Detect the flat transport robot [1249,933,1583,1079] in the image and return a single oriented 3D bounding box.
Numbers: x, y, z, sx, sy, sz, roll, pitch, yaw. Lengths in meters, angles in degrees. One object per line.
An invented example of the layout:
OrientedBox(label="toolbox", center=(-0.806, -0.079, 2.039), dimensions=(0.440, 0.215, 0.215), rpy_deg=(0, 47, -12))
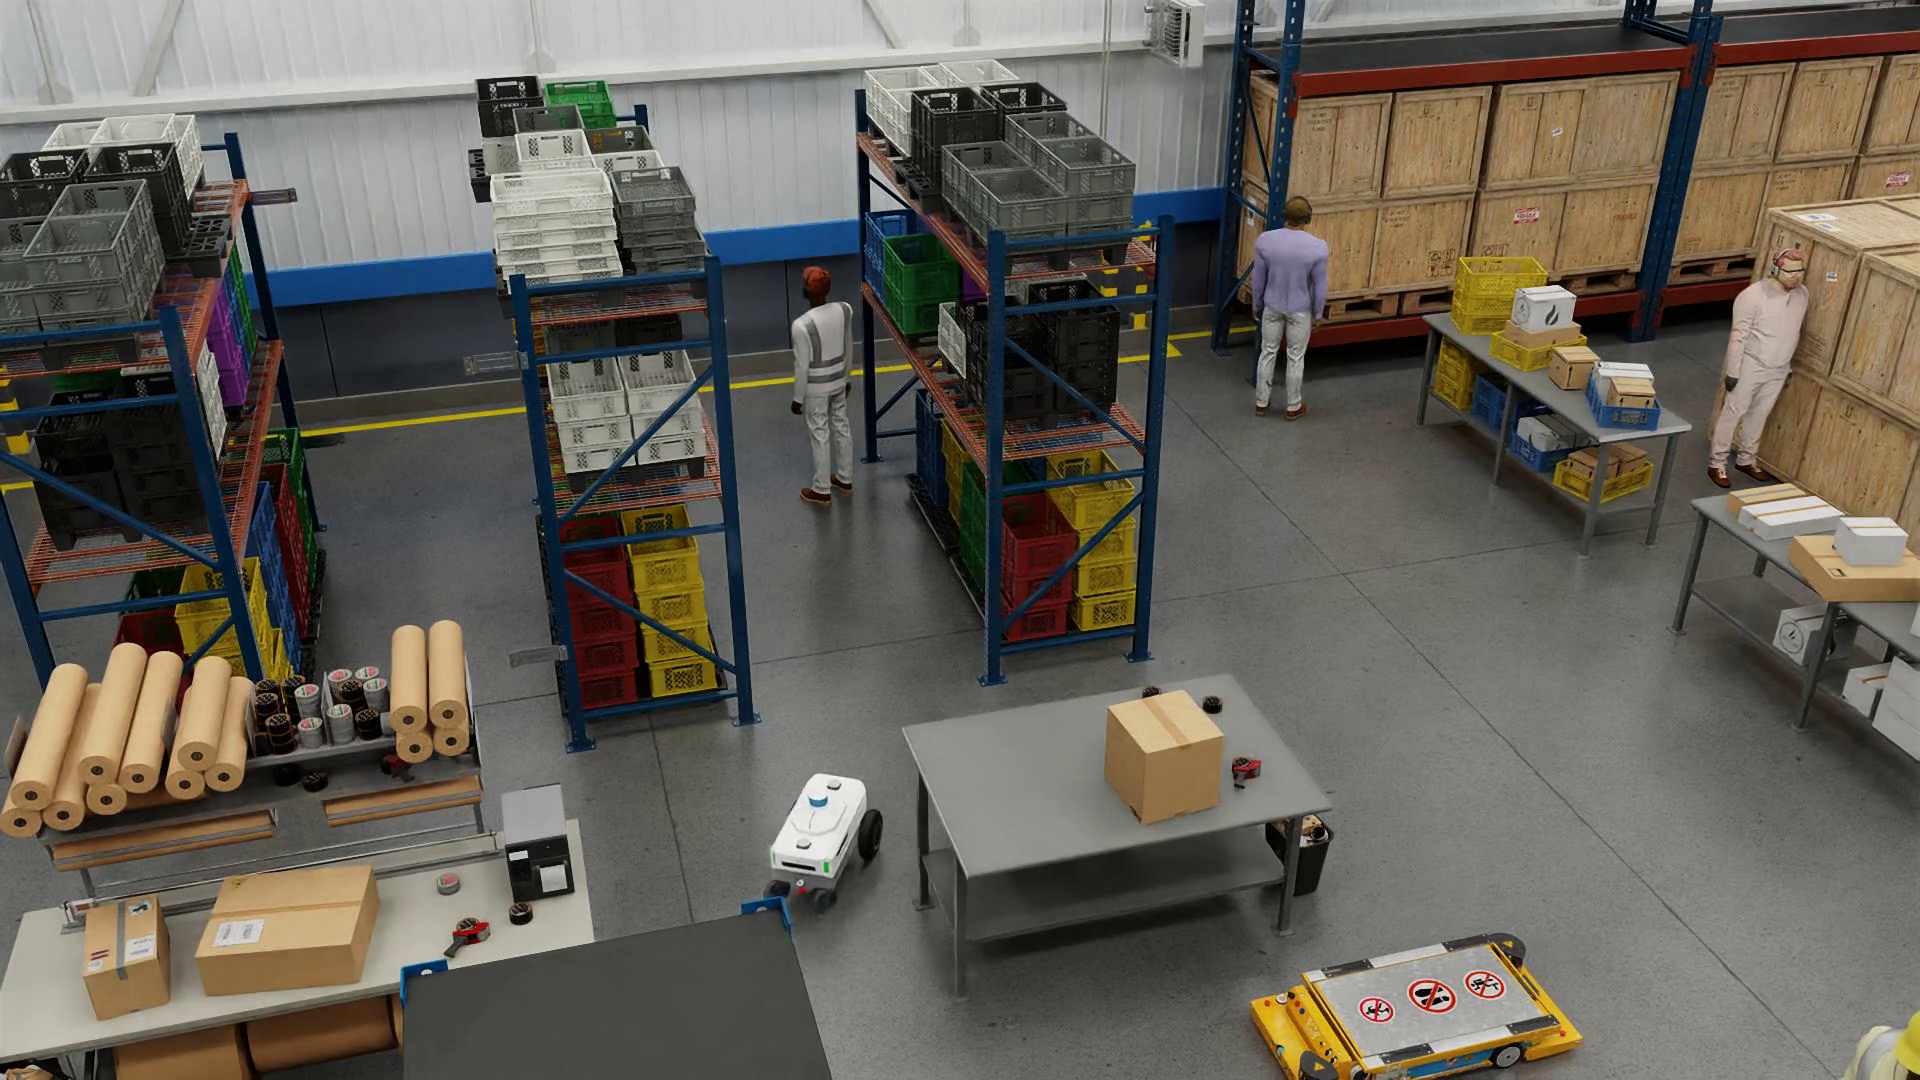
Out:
OrientedBox(label="flat transport robot", center=(2.184, 2.282, 7.980), dimensions=(1.431, 0.197, 0.652), rpy_deg=(-8, 30, -14))

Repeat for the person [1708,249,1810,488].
OrientedBox(label="person", center=(6.214, -1.332, 12.872), dimensions=(0.641, 1.908, 0.407), rpy_deg=(-9, 30, -15))

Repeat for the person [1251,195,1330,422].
OrientedBox(label="person", center=(2.747, -1.935, 13.936), dimensions=(0.635, 1.937, 0.359), rpy_deg=(13, 31, 22))

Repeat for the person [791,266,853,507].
OrientedBox(label="person", center=(-1.038, -1.163, 12.587), dimensions=(0.354, 1.883, 0.573), rpy_deg=(25, 37, 37))

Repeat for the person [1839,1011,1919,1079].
OrientedBox(label="person", center=(3.424, 2.403, 6.160), dimensions=(0.403, 1.823, 0.588), rpy_deg=(-16, 33, -27))

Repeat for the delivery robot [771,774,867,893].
OrientedBox(label="delivery robot", center=(-0.752, 1.555, 8.918), dimensions=(0.477, 0.478, 0.707), rpy_deg=(7, 29, 12))
